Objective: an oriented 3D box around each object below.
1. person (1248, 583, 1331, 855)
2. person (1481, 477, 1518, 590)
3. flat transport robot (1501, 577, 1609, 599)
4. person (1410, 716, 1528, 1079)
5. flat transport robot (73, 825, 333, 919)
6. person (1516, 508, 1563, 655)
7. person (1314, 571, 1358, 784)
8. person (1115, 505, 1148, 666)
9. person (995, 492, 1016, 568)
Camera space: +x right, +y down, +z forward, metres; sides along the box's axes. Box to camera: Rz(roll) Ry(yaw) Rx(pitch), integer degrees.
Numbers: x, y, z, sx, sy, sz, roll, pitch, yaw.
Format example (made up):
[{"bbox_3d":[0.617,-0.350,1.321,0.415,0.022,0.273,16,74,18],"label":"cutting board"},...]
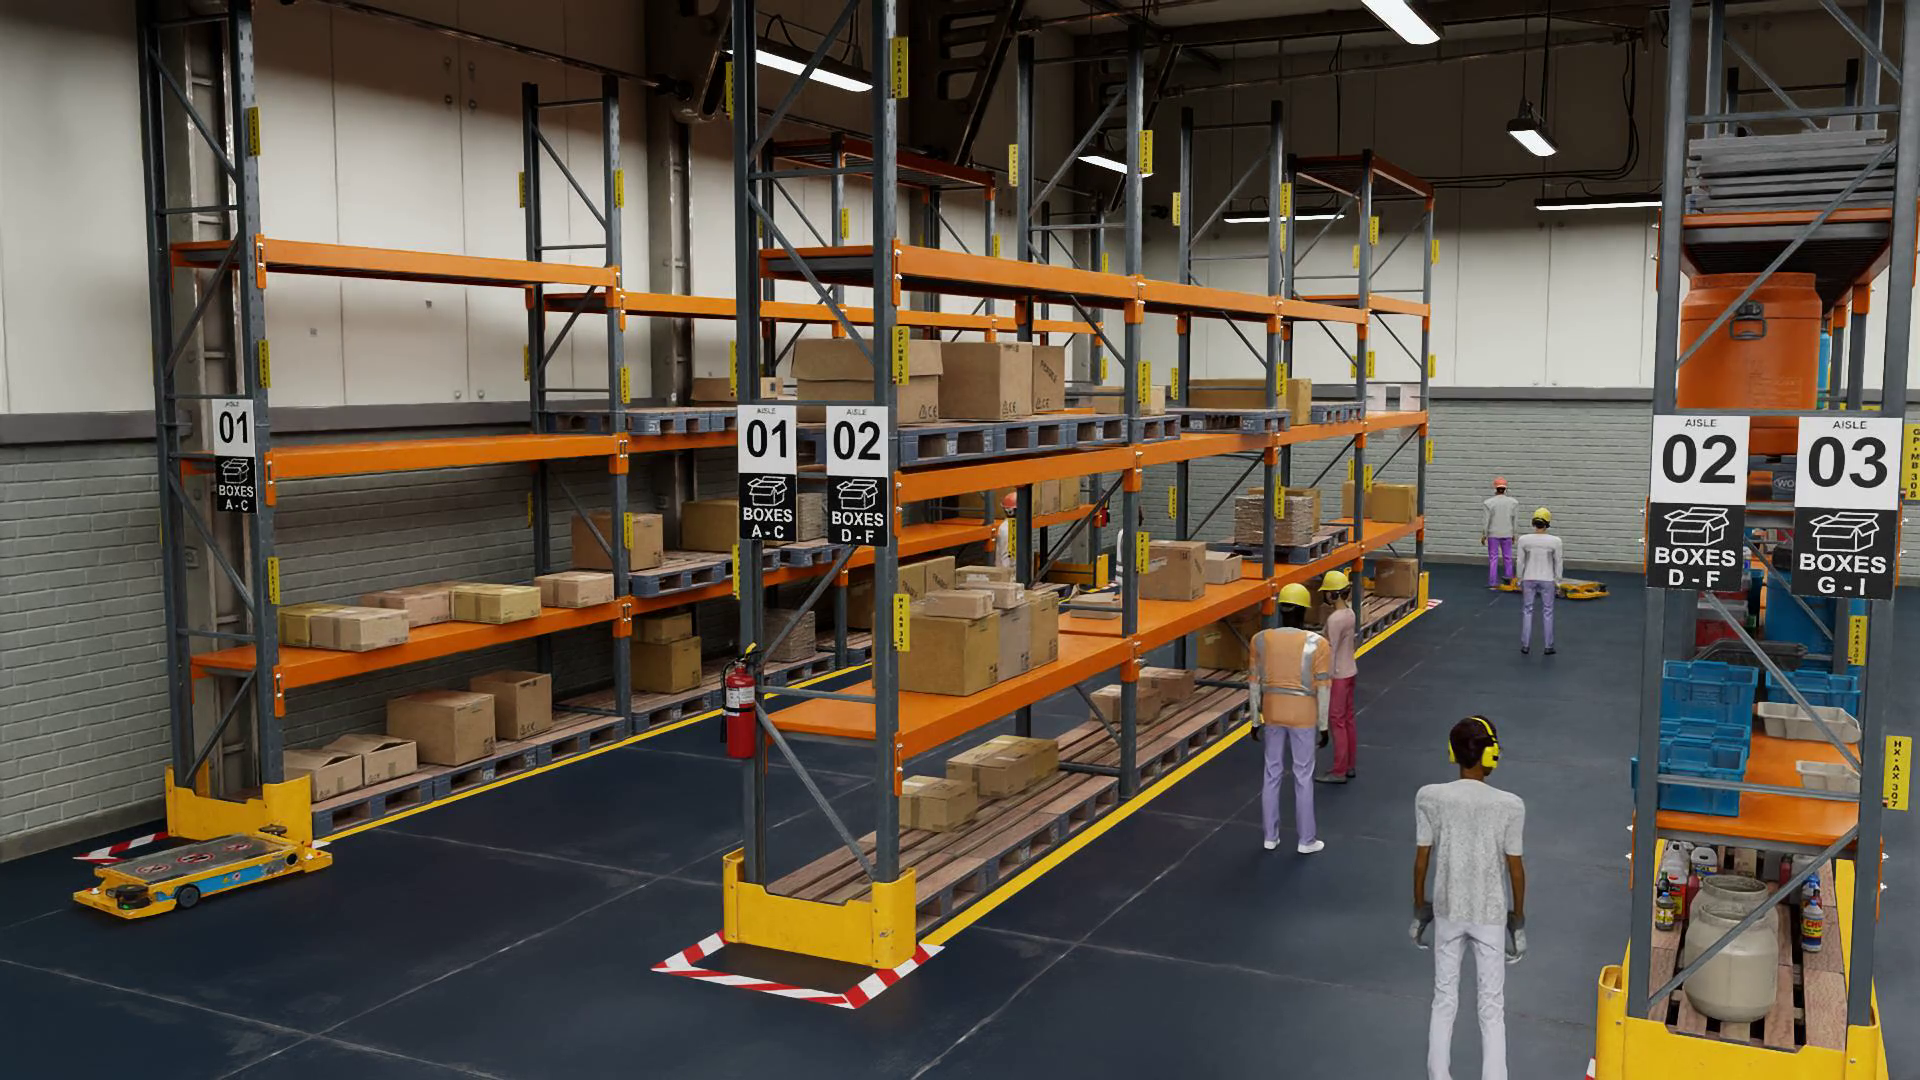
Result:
[{"bbox_3d":[2.340,1.265,11.794,0.585,1.916,0.390,3,7,29],"label":"person"},{"bbox_3d":[8.378,-0.101,25.844,0.561,1.753,0.330,0,6,-2],"label":"person"},{"bbox_3d":[8.999,0.702,25.175,0.652,0.197,1.431,-5,8,-39],"label":"flat transport robot"},{"bbox_3d":[2.312,1.727,7.556,0.519,1.865,0.331,3,7,27],"label":"person"},{"bbox_3d":[-4.954,2.165,10.945,0.652,0.197,1.431,4,7,35],"label":"flat transport robot"},{"bbox_3d":[6.964,0.495,19.997,0.534,1.767,0.320,3,6,25],"label":"person"},{"bbox_3d":[3.122,1.135,13.819,0.334,1.764,0.524,3,7,29],"label":"person"},{"bbox_3d":[1.984,0.512,19.276,0.355,1.883,0.575,0,6,-3],"label":"person"},{"bbox_3d":[0.608,0.432,19.580,0.399,1.990,0.621,1,6,12],"label":"person"}]
